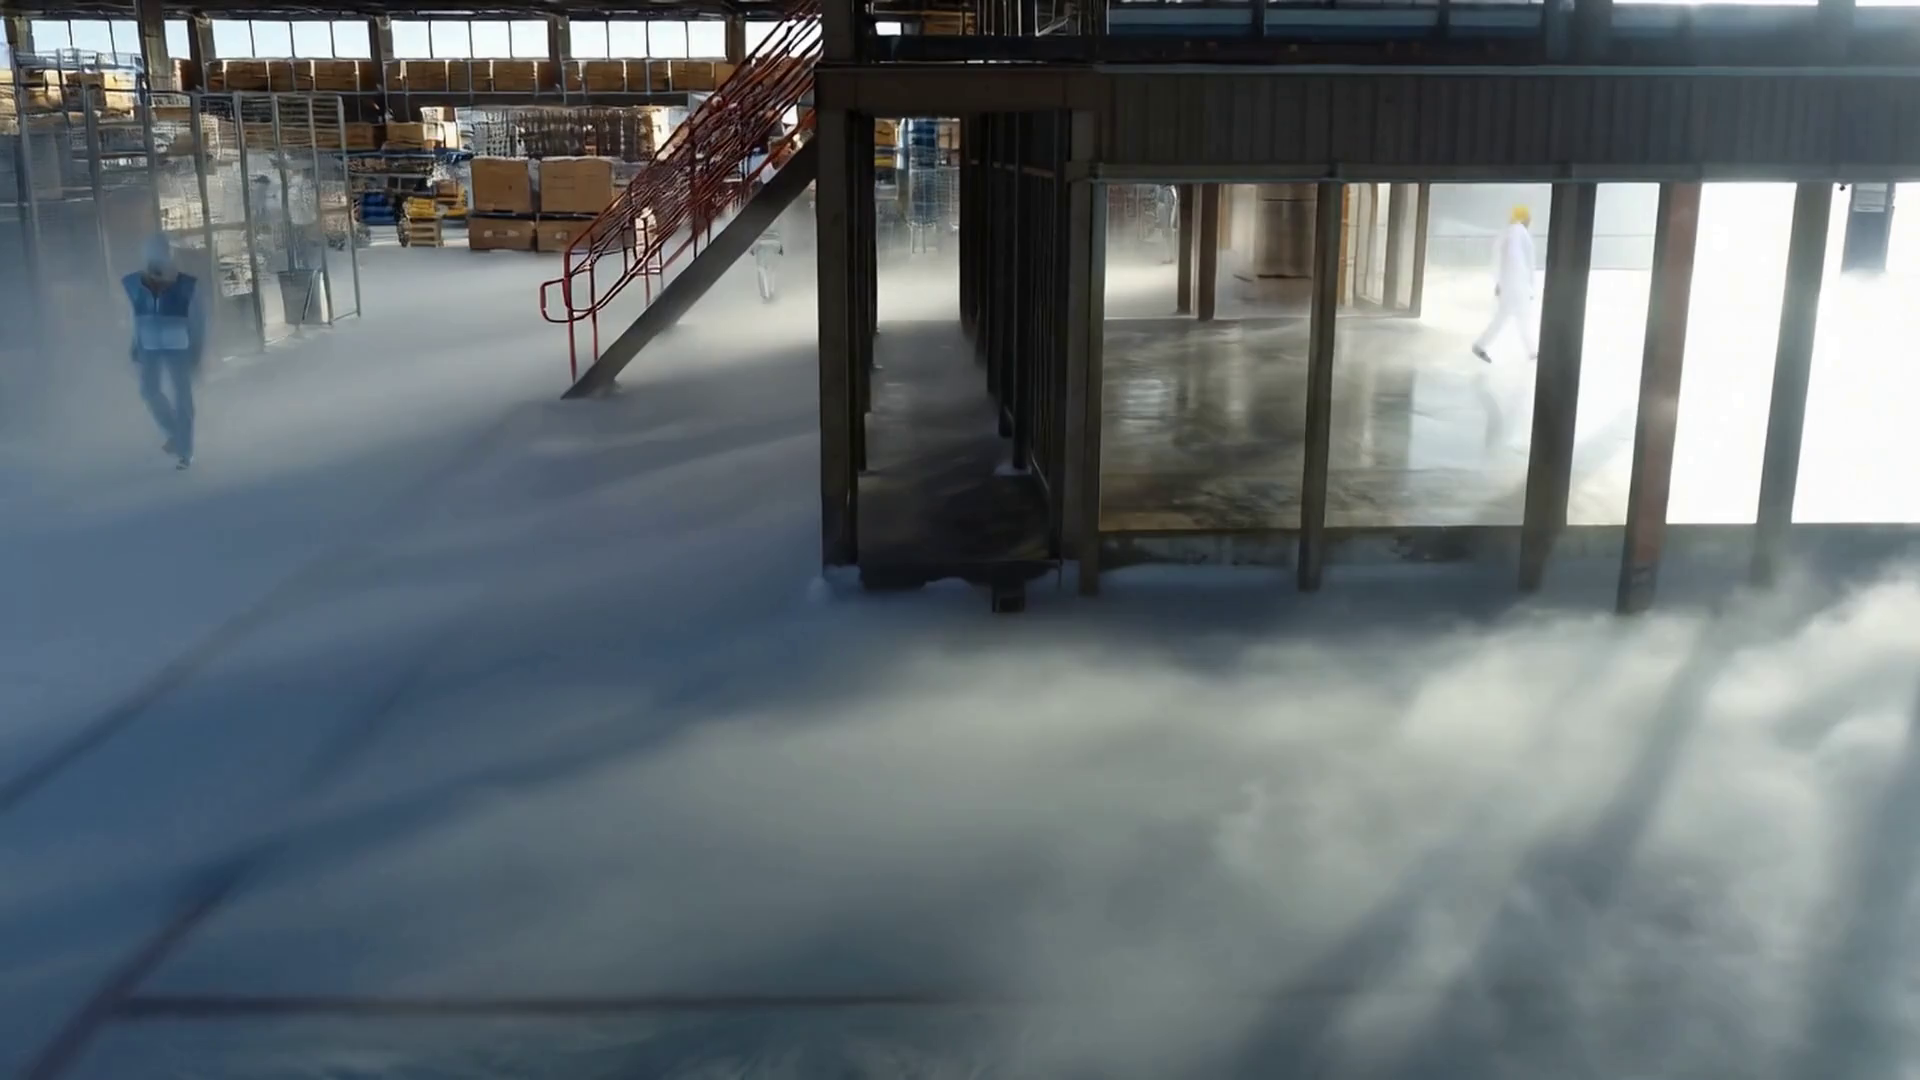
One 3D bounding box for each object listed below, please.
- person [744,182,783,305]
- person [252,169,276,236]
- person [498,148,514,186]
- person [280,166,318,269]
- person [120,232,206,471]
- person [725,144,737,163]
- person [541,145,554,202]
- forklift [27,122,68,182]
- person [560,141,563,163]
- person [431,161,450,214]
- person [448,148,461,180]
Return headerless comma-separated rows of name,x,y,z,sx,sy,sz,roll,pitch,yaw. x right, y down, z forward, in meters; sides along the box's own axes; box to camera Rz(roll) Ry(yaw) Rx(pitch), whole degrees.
person,-3.066,-4.579,25.686,0.600,1.860,0.717,-5,15,-18
person,-16.124,-7.762,38.723,0.504,1.711,0.816,4,15,17
person,-15.449,-12.350,56.609,0.550,1.933,0.375,1,14,4
person,-12.169,-5.876,30.648,0.618,1.978,0.492,-10,17,-34
person,-6.382,-1.518,13.385,0.615,1.903,0.495,-3,14,-11
person,-11.201,-18.435,81.206,0.618,1.794,0.842,0,14,0
person,-14.265,-12.630,57.512,0.382,2.040,0.616,-3,14,-10
forklift,-35.376,-14.773,64.377,1.129,2.768,1.873,-1,14,-2
person,-21.757,-20.922,91.043,0.389,1.850,0.566,-3,14,-13
person,-13.768,-9.154,44.168,0.582,1.785,0.981,10,17,34
person,-18.492,-13.269,60.428,0.958,1.863,0.671,-8,16,-30
